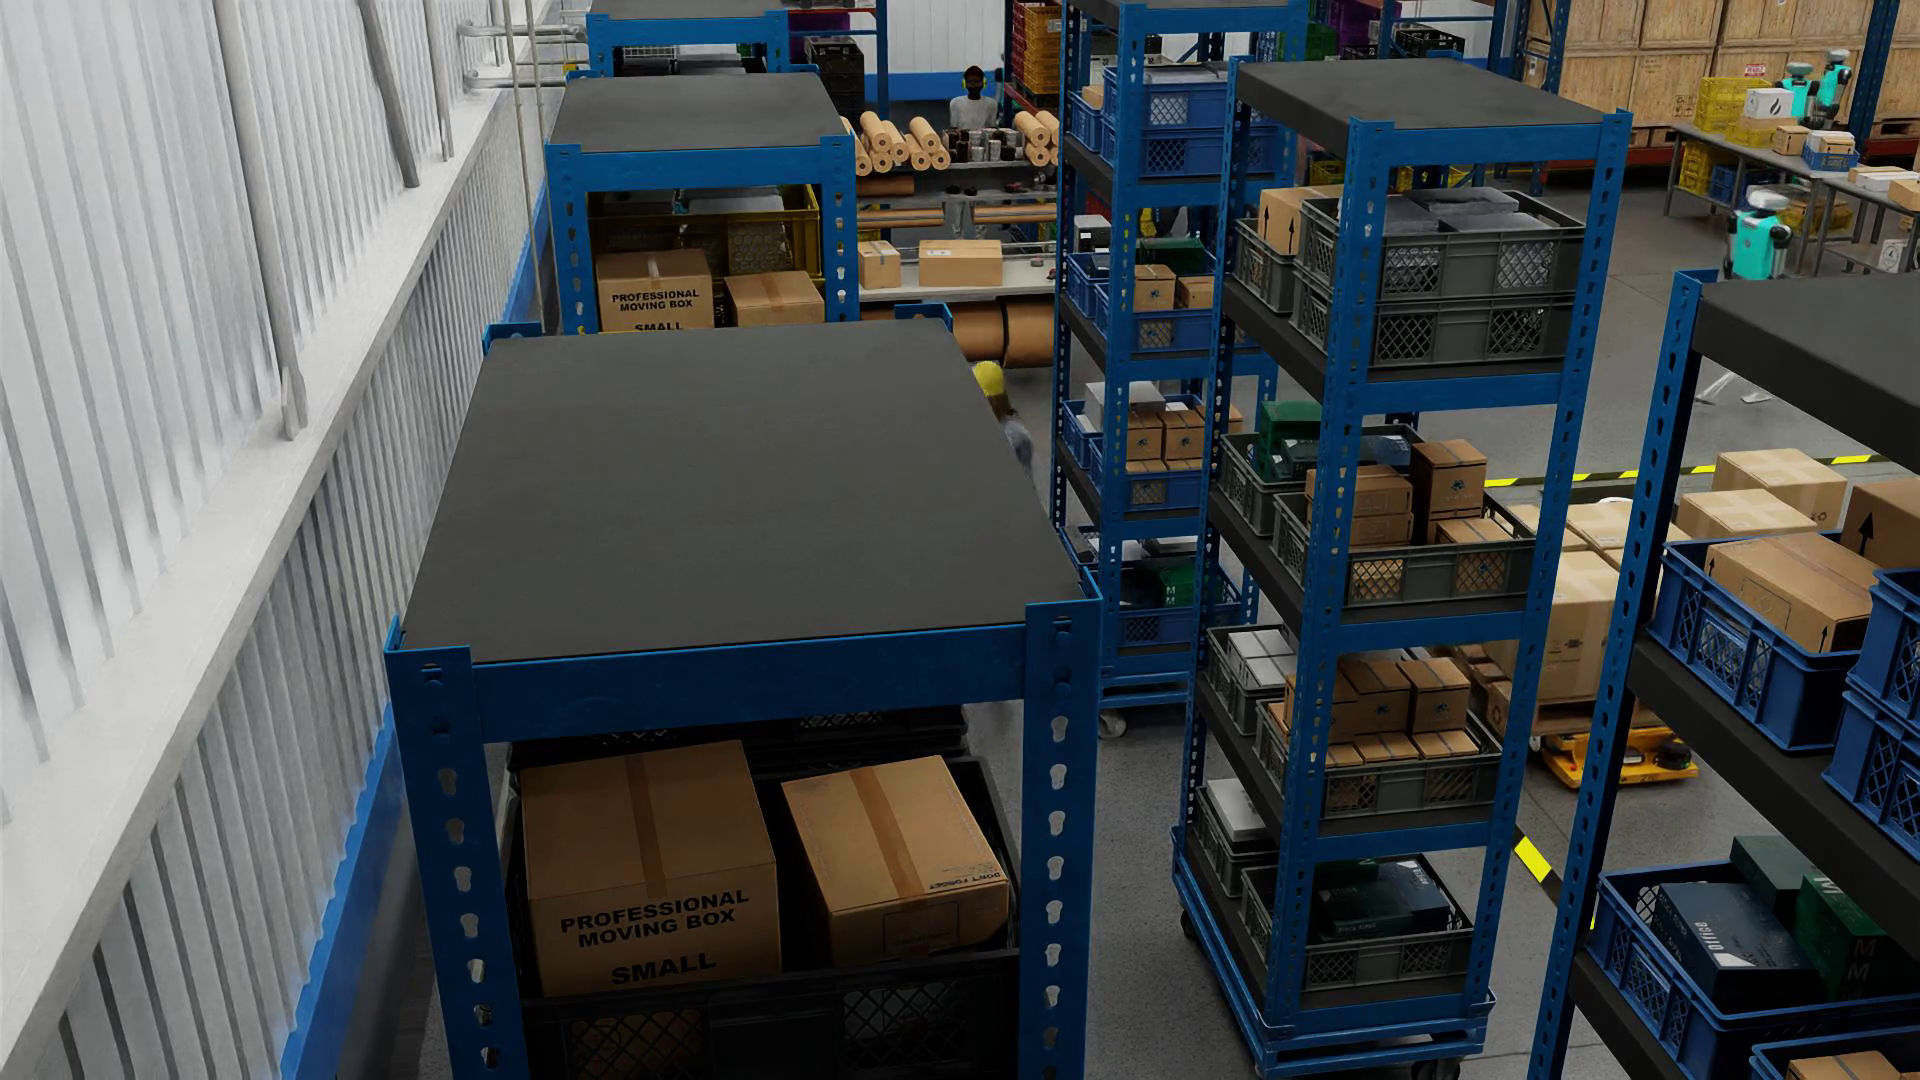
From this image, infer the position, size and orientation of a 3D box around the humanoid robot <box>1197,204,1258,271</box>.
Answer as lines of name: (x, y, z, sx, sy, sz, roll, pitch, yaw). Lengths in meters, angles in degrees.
humanoid robot: (2.170, -2.258, 13.543, 0.595, 1.643, 0.462, 11, 27, 22)

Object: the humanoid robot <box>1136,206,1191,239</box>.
humanoid robot: (1.669, -2.311, 13.623, 0.596, 1.651, 0.352, 15, 28, 29)

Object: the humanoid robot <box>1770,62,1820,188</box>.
humanoid robot: (8.786, -4.029, 17.369, 0.530, 1.776, 1.021, -4, 25, -8)

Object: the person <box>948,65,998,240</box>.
person: (0.134, -3.783, 16.610, 0.516, 1.868, 0.331, -3, 25, -7)

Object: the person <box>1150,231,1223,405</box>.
person: (1.482, -1.098, 10.791, 0.592, 1.852, 0.368, -3, 25, -6)

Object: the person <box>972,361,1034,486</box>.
person: (0.143, -0.123, 8.853, 0.499, 1.693, 0.909, 0, 25, -1)

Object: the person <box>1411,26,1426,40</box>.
person: (5.204, -5.010, 19.305, 0.635, 1.841, 0.429, -7, 26, -15)

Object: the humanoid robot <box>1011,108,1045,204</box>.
humanoid robot: (0.638, -4.247, 17.809, 0.660, 1.825, 0.531, -5, 25, -11)

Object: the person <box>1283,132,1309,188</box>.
person: (3.082, -3.285, 15.682, 0.546, 1.731, 0.844, -8, 26, -17)

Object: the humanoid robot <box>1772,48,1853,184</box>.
humanoid robot: (9.231, -4.449, 18.283, 0.780, 1.839, 0.559, 3, 25, 6)

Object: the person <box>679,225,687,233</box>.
person: (-2.111, -1.674, 11.867, 0.610, 2.009, 0.941, 9, 26, 20)

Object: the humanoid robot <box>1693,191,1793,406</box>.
humanoid robot: (5.962, -1.740, 12.298, 0.958, 1.729, 0.536, -10, 27, -21)

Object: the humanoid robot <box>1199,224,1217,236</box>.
humanoid robot: (2.540, -3.877, 17.078, 0.604, 1.631, 0.757, 5, 25, 10)

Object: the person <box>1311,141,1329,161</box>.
person: (4.219, -5.045, 19.299, 0.589, 1.914, 0.399, -18, 30, -34)

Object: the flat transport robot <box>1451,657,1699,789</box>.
flat transport robot: (3.107, 0.792, 8.544, 0.652, 0.197, 1.431, -4, 25, -8)

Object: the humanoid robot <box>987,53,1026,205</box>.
humanoid robot: (0.428, -4.340, 17.991, 0.560, 1.790, 0.804, 22, 33, 39)
